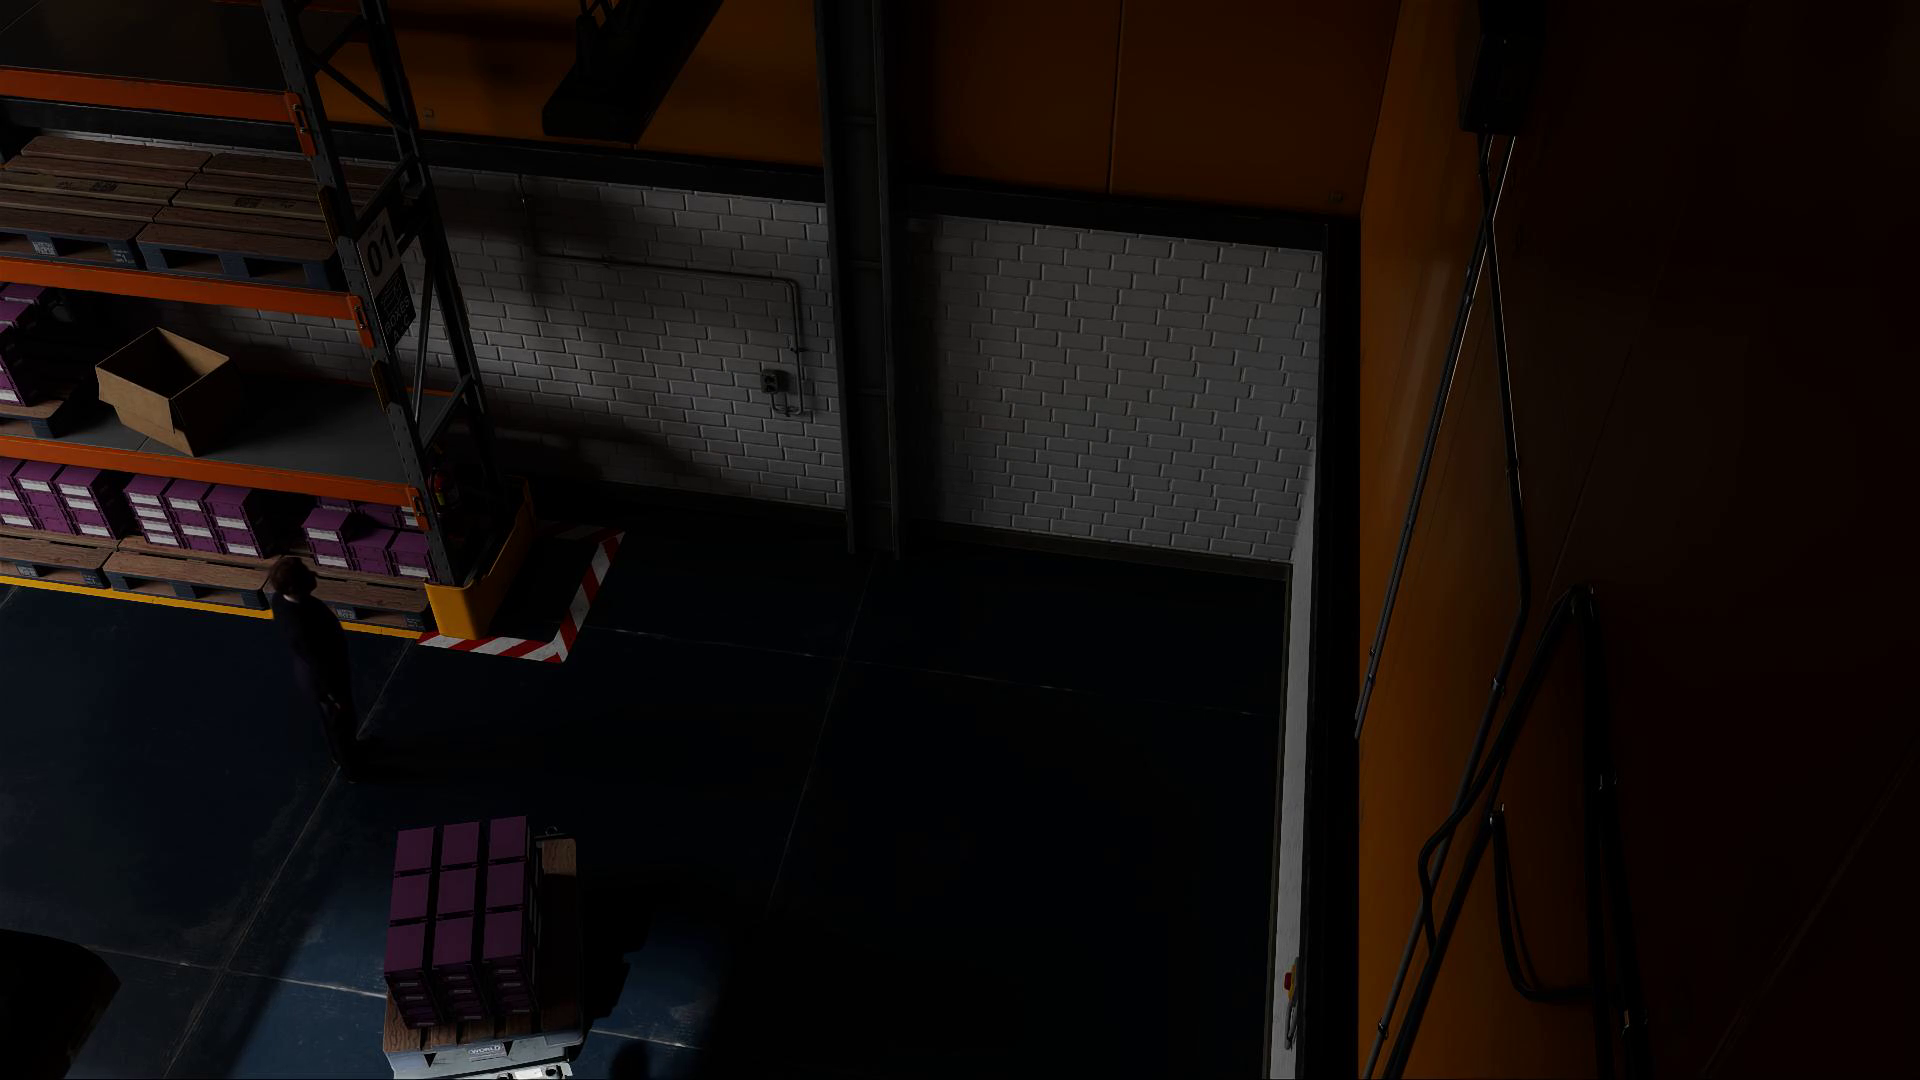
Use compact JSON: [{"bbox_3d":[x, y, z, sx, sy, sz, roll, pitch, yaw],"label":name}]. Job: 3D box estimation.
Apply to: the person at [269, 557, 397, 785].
[{"bbox_3d":[-3.889,0.781,10.146,0.820,1.815,0.768,-25,49,-24],"label":"person"}]
